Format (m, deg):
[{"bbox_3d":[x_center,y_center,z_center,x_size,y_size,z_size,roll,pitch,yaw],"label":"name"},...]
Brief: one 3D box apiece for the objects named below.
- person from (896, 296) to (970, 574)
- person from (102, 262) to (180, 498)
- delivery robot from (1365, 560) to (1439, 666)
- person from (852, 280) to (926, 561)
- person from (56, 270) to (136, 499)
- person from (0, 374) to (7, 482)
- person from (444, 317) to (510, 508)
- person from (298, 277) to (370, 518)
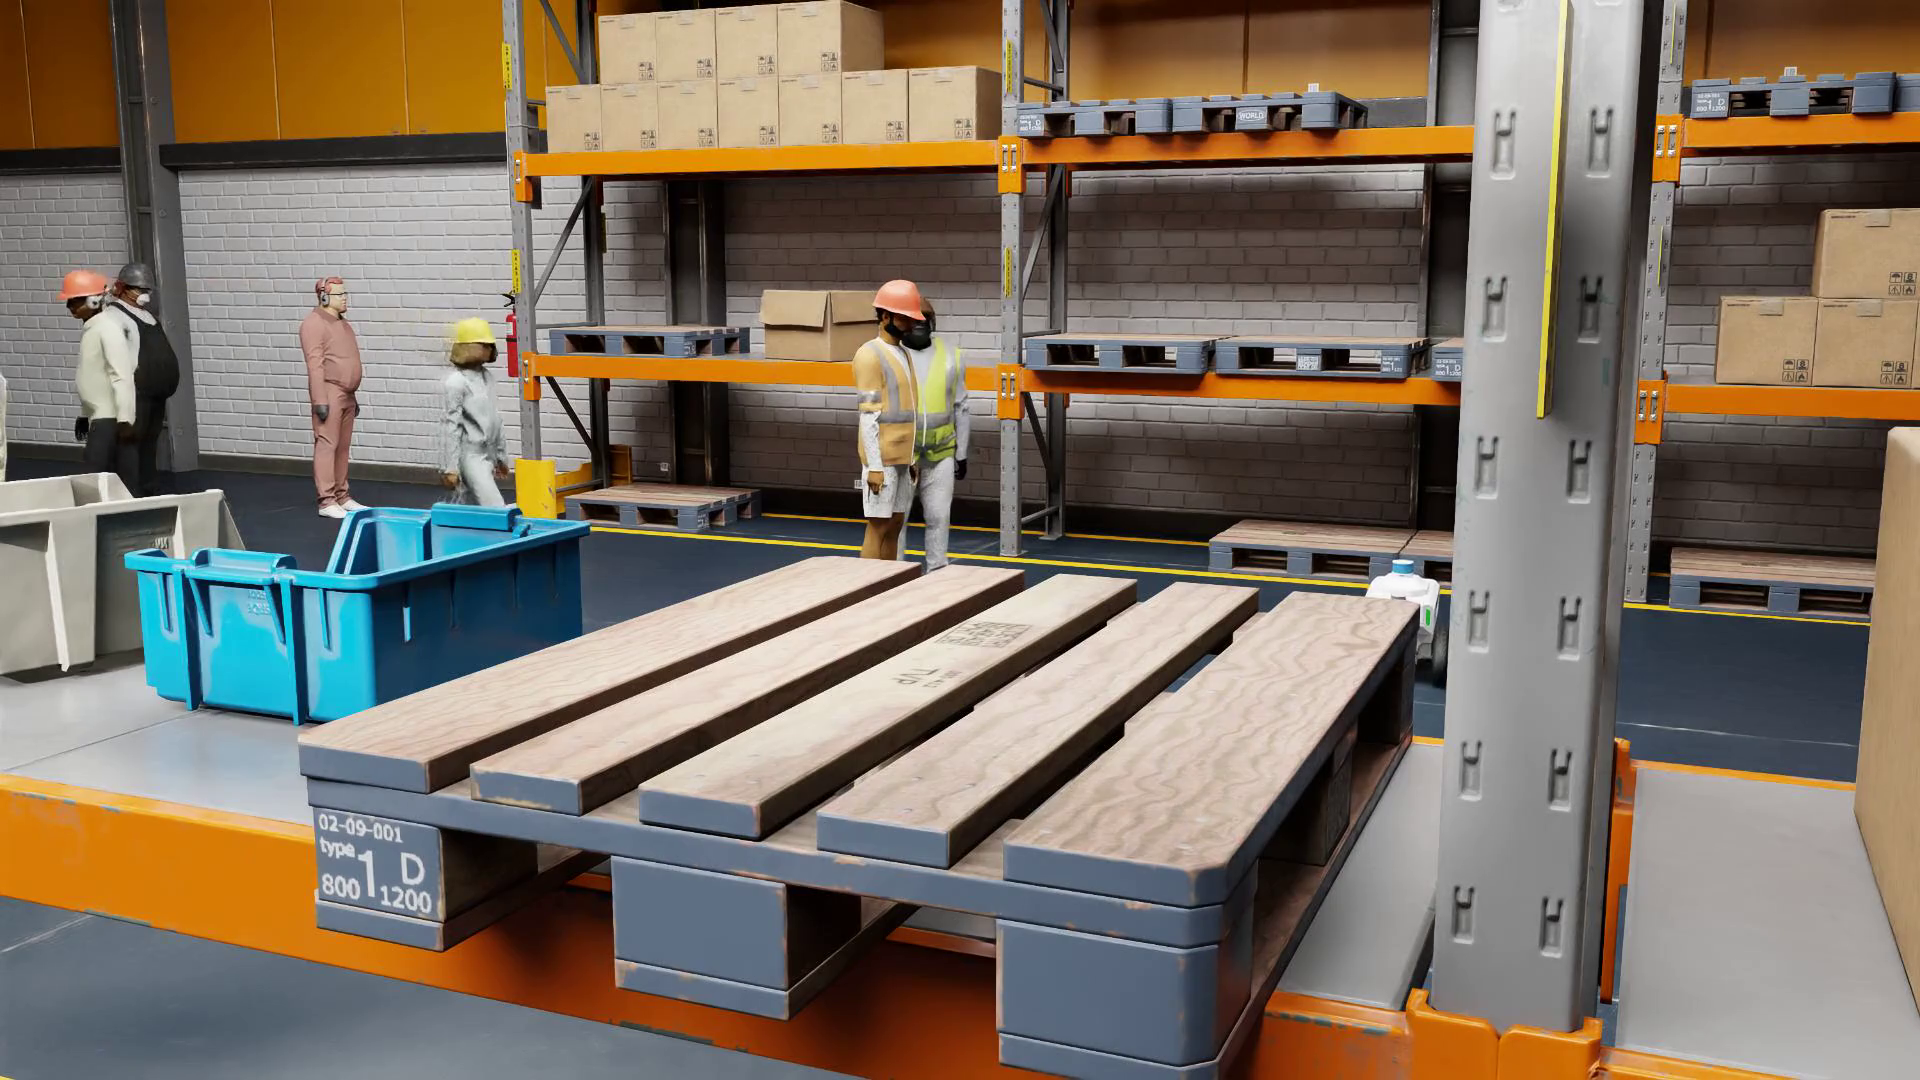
[{"bbox_3d":[-0.250,-0.506,9.745,0.634,1.837,0.431,-2,10,-14],"label":"person"},{"bbox_3d":[-6.593,-1.231,13.449,0.535,2.000,0.674,0,9,-3],"label":"person"},{"bbox_3d":[2.172,0.341,8.191,0.477,0.478,0.707,3,10,18],"label":"delivery robot"},{"bbox_3d":[-0.365,-0.456,9.144,0.370,1.928,0.543,3,10,20],"label":"person"},{"bbox_3d":[-5.856,-0.846,11.338,0.439,1.971,0.611,-7,12,-35],"label":"person"},{"bbox_3d":[-5.015,-0.273,8.325,0.404,1.834,0.591,1,10,8],"label":"person"},{"bbox_3d":[-2.931,-0.491,10.023,0.876,1.701,0.497,2,10,11],"label":"person"},{"bbox_3d":[-4.968,-1.135,13.269,0.405,1.911,0.636,0,9,3],"label":"person"}]
